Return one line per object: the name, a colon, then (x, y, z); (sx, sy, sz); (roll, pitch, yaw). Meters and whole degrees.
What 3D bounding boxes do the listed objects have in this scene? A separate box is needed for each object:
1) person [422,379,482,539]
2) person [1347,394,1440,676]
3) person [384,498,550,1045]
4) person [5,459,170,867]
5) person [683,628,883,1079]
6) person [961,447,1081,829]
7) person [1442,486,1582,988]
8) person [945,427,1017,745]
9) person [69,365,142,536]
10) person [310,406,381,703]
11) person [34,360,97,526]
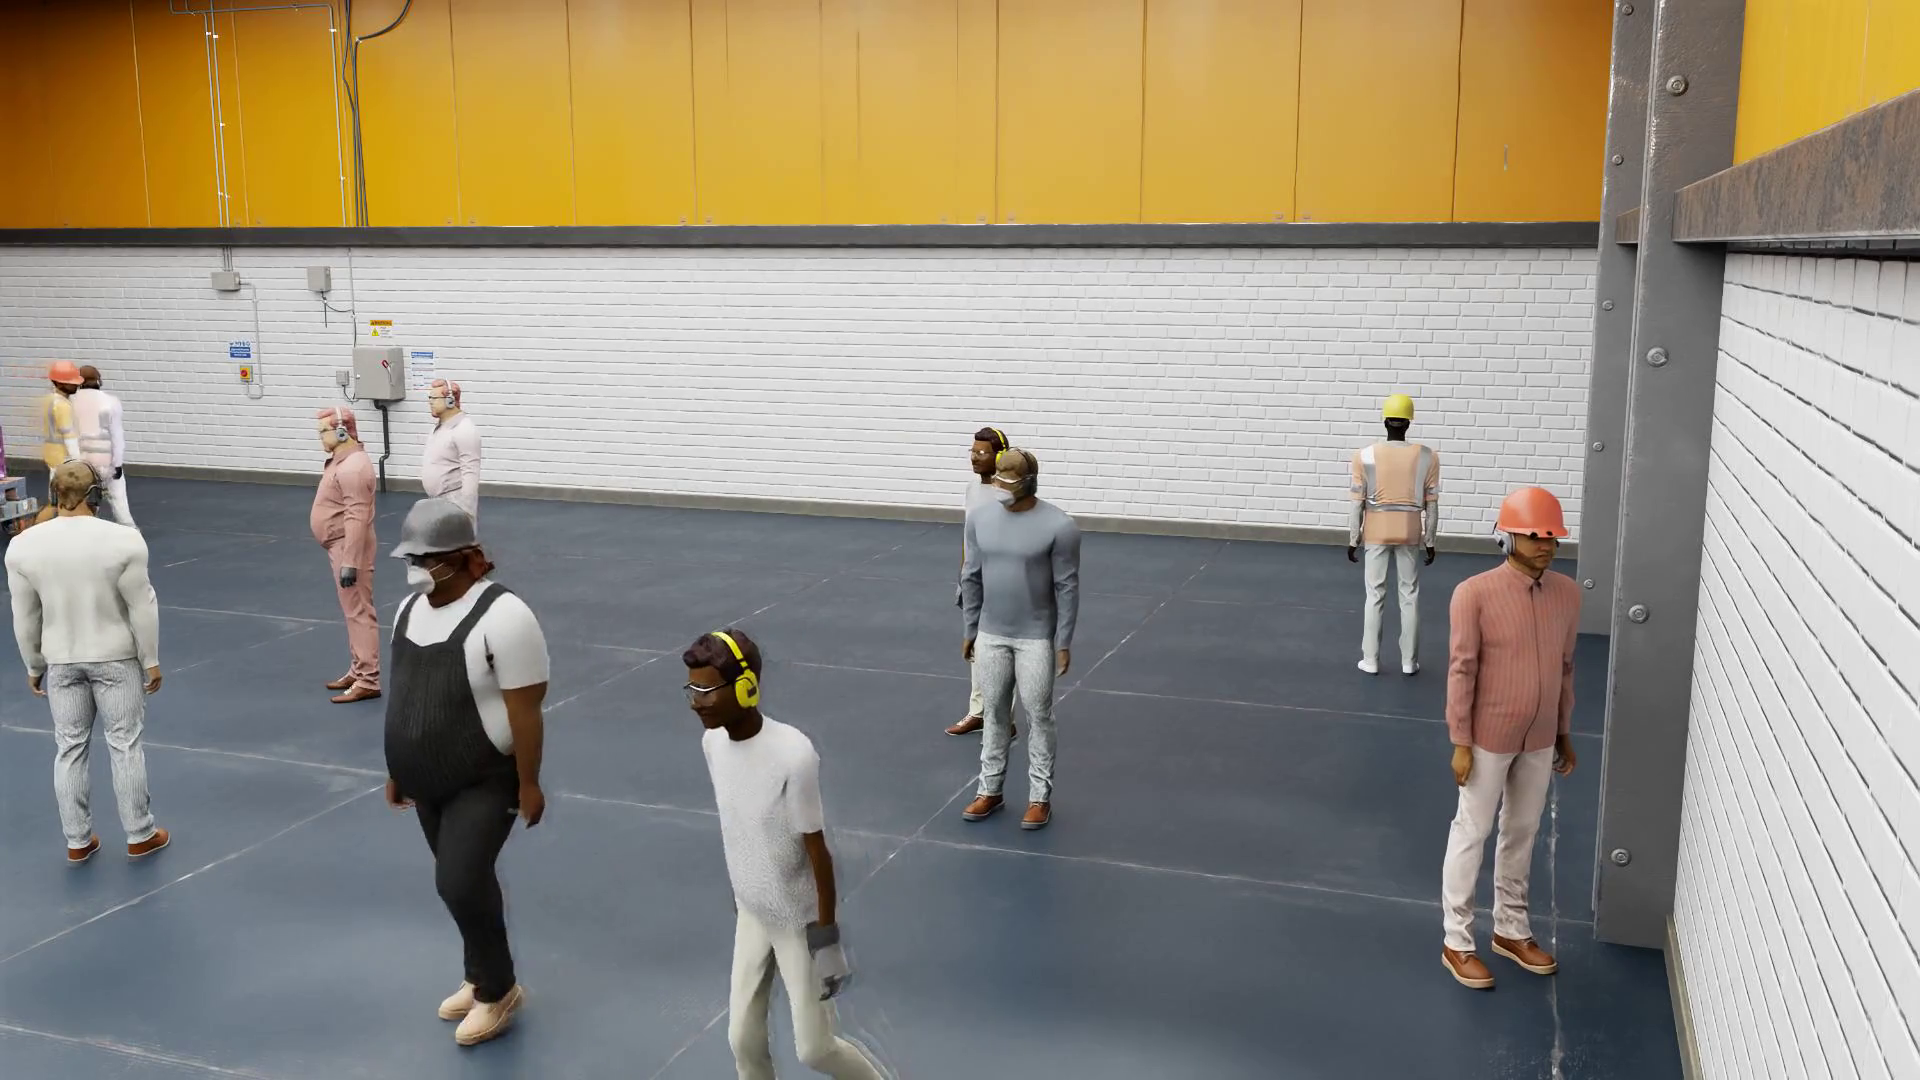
person: (-3.905, -0.276, 12.747); (0.406, 1.911, 0.636); (-8, 13, -37)
person: (2.940, -0.032, 11.324); (0.594, 1.924, 0.382); (1, 10, 7)
person: (-1.871, 0.831, 6.137); (0.703, 2.000, 0.587); (7, 12, 34)
person: (-4.093, 0.583, 7.841); (0.627, 1.934, 0.371); (-2, 10, -9)
person: (-0.487, 1.134, 5.069); (0.551, 1.826, 0.692); (9, 14, 42)
person: (0.291, 0.488, 8.375); (0.627, 1.935, 0.372); (5, 11, 26)
person: (2.201, 0.770, 6.609); (0.612, 1.996, 0.389); (-4, 11, -21)
person: (0.156, 0.267, 9.783); (0.328, 1.877, 0.513); (-9, 13, -40)
person: (-8.197, -0.758, 15.792); (0.620, 1.788, 0.909); (-2, 10, -10)
person: (-3.953, 0.086, 10.717); (0.410, 1.907, 0.642); (-4, 11, -23)
person: (-8.307, -0.729, 15.408); (0.953, 1.880, 0.574); (-6, 12, -32)
